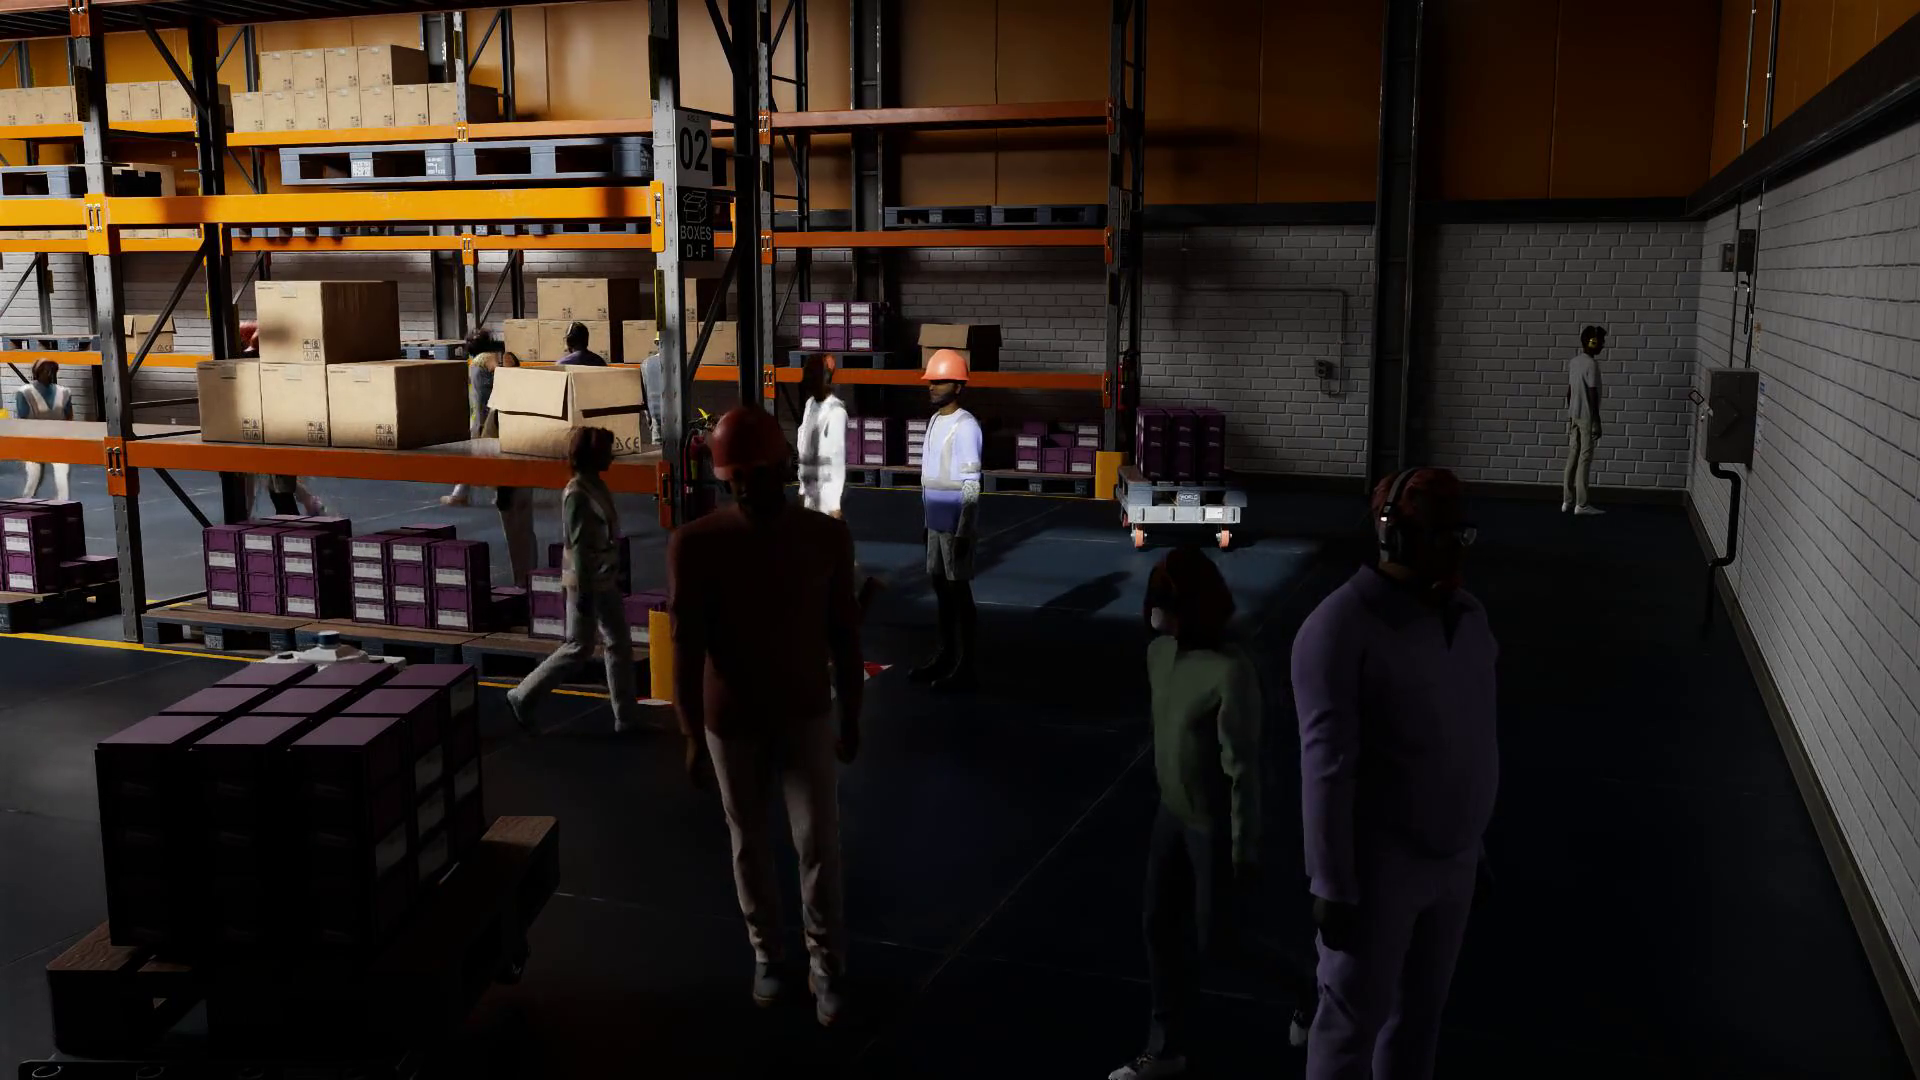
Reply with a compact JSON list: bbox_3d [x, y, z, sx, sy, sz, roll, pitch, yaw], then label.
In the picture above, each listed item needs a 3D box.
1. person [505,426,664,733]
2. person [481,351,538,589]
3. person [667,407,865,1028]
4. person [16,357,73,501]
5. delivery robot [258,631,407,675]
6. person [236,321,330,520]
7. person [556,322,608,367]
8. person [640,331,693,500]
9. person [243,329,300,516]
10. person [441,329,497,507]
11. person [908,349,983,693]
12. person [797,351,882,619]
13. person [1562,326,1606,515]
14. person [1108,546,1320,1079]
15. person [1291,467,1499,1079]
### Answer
[{"bbox_3d":[-1.933,0.220,8.447,0.726,1.608,0.527,0,9,3],"label":"person"},{"bbox_3d":[-3.123,-0.389,11.555,0.429,1.836,0.620,-2,9,-10],"label":"person"},{"bbox_3d":[-0.587,0.562,5.194,0.619,1.953,0.695,-2,9,-11],"label":"person"},{"bbox_3d":[-8.549,-0.913,15.514,0.737,1.606,0.523,8,12,40],"label":"person"},{"bbox_3d":[-3.175,0.703,8.403,0.707,0.478,0.477,2,9,13],"label":"delivery robot"},{"bbox_3d":[-6.290,-1.012,15.127,0.942,1.953,0.619,-3,9,-17],"label":"person"},{"bbox_3d":[-3.456,-1.017,15.174,0.409,1.930,0.655,5,10,26],"label":"person"},{"bbox_3d":[-3.036,-1.317,17.376,0.600,1.832,0.404,5,10,27],"label":"person"},{"bbox_3d":[-5.448,-0.706,13.216,0.359,1.938,0.545,-6,11,-35],"label":"person"},{"bbox_3d":[-4.923,-1.235,16.957,0.858,1.810,0.648,2,9,13],"label":"person"},{"bbox_3d":[-0.076,-0.110,9.459,0.344,1.942,0.549,-4,10,-25],"label":"person"},{"bbox_3d":[-0.875,-0.313,10.960,0.743,1.866,0.616,-3,10,-19],"label":"person"},{"bbox_3d":[6.181,-1.180,16.424,0.328,1.865,0.521,-1,9,-9],"label":"person"},{"bbox_3d":[0.779,0.804,4.785,0.627,1.609,0.511,-4,10,-23],"label":"person"},{"bbox_3d":[1.085,0.772,4.031,0.642,1.909,0.410,-7,12,-39],"label":"person"}]
